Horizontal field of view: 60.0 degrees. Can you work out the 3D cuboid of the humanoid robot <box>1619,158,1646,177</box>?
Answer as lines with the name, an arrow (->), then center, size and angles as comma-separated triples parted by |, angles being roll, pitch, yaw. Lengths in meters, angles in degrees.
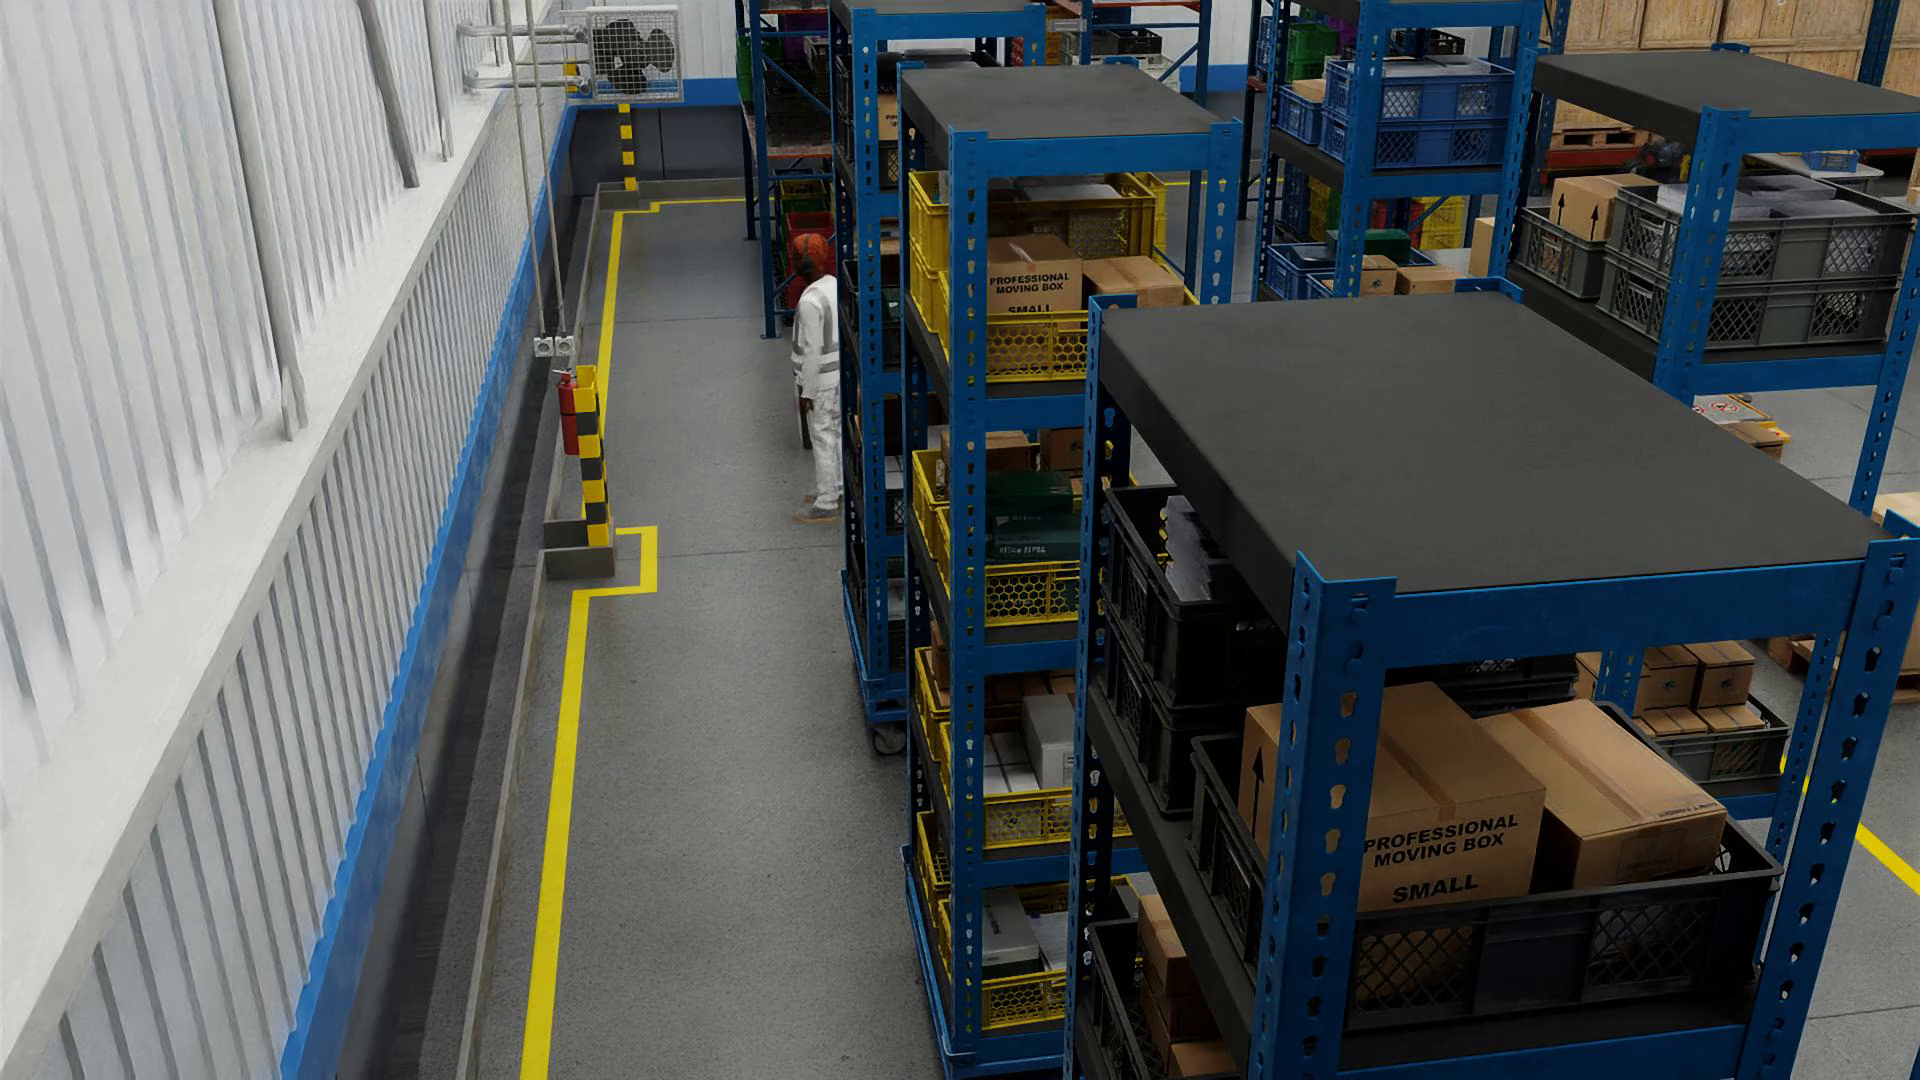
humanoid robot -> 5.337, -2.273, 13.538 | 0.331, 1.657, 0.585 | -15, 28, -29

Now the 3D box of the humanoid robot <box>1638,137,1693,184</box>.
humanoid robot -> 6.581, -3.151, 15.533 | 0.593, 1.652, 0.749 | 13, 28, 26

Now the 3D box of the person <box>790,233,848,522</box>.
person -> -0.896, -1.029, 10.604 | 0.342, 1.880, 0.580 | 5, 25, 10

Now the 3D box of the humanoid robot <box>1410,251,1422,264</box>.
humanoid robot -> 2.936, -1.092, 10.986 | 0.607, 1.650, 0.341 | 9, 26, 19

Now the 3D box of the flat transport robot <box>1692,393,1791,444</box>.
flat transport robot -> 5.224, -0.859, 12.132 | 1.431, 0.197, 0.652 | -4, 25, -8
